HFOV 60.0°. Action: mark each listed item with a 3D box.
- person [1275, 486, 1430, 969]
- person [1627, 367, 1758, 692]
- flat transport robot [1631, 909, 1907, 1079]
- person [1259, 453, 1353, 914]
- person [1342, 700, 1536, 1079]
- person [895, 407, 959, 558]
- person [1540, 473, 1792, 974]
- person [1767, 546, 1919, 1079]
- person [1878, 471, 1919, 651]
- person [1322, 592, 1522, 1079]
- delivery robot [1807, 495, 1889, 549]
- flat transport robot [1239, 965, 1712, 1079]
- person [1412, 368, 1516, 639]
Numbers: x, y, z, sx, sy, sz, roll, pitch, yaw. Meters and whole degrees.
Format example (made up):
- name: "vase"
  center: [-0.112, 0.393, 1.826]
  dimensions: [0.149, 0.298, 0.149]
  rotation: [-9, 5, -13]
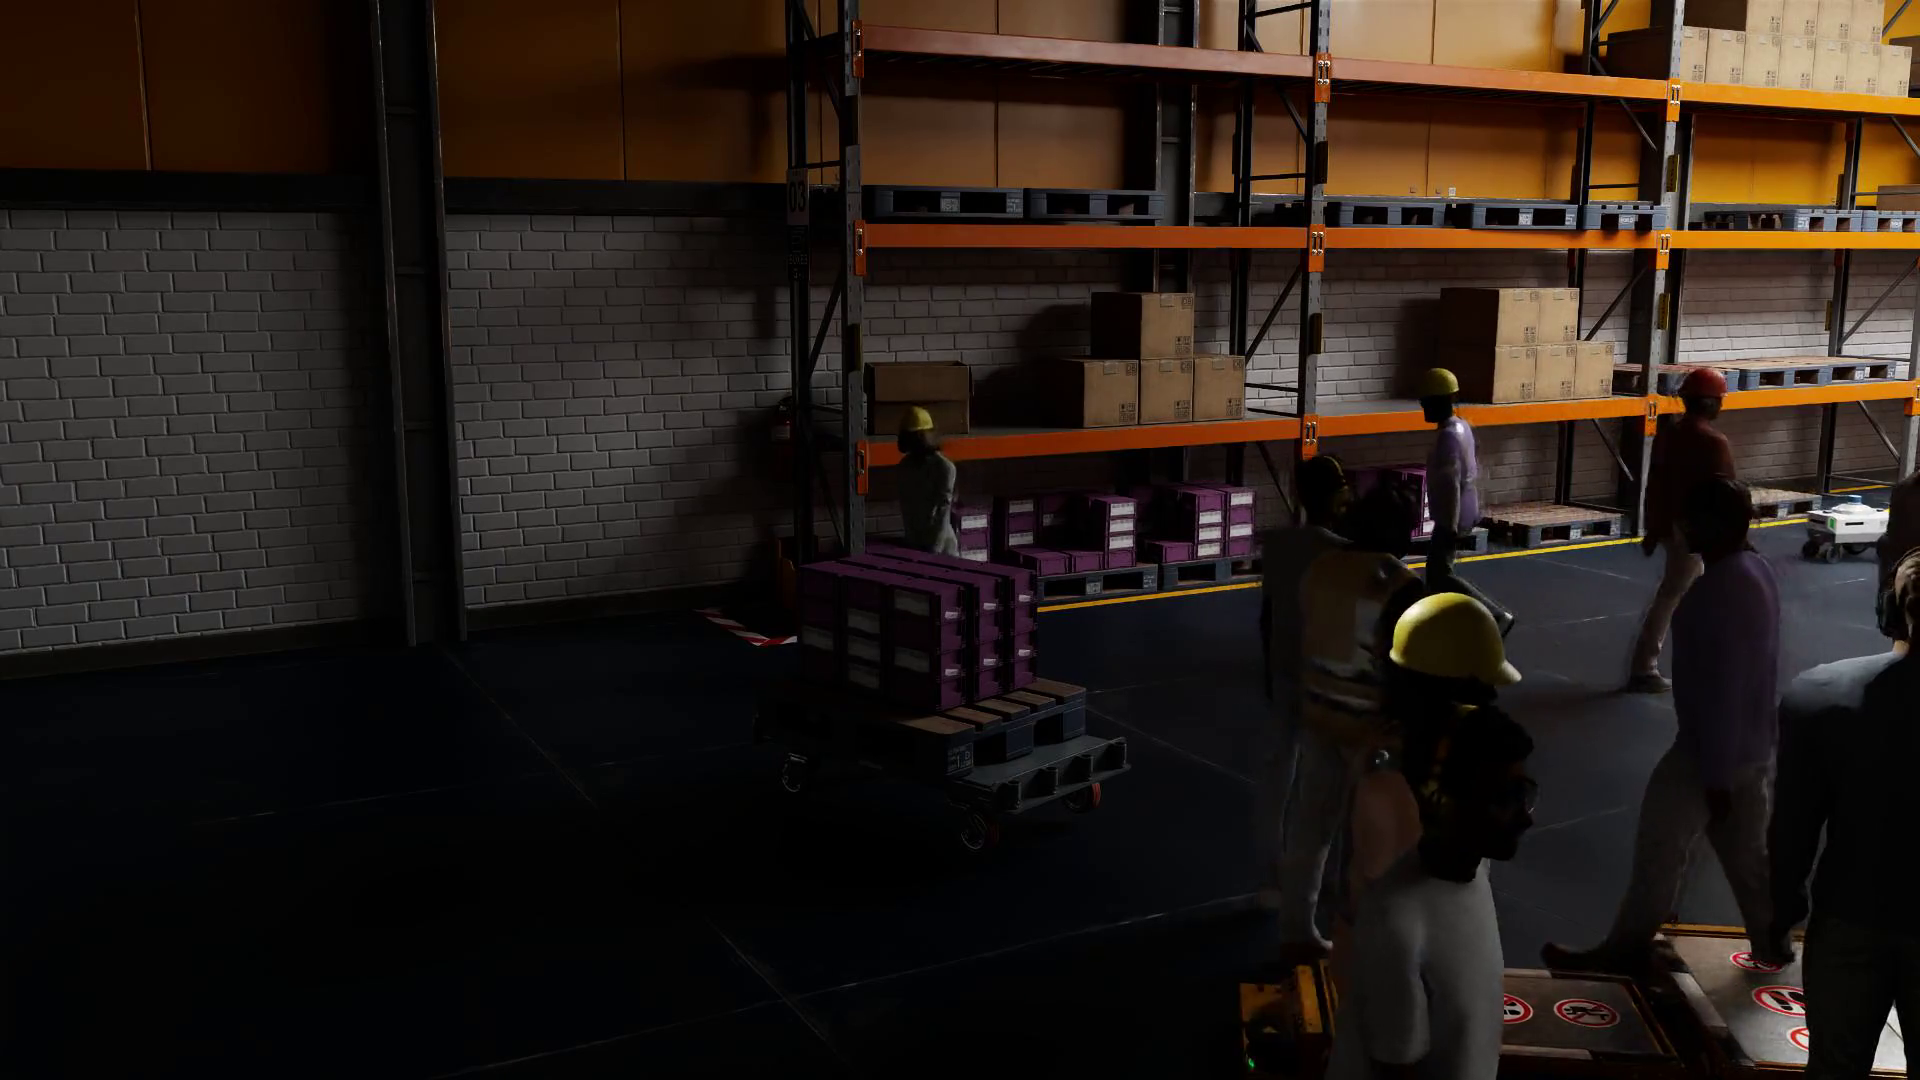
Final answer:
- name: "person"
  center: [1.578, 0.694, 6.200]
  dimensions: [0.966, 1.778, 0.679]
  rotation: [-5, 11, -29]
- name: "person"
  center: [4.484, -0.051, 10.002]
  dimensions: [0.998, 1.946, 0.634]
  rotation: [-1, 10, -7]
- name: "flat transport robot"
  center: [2.695, 1.572, 5.485]
  dimensions: [0.652, 0.197, 1.431]
  rotation: [1, 10, 8]
- name: "person"
  center: [1.501, 0.560, 6.788]
  dimensions: [0.554, 1.838, 0.859]
  rotation: [10, 14, 44]
- name: "person"
  center: [0.949, 1.202, 3.075]
  dimensions: [0.653, 1.847, 0.550]
  rotation: [7, 12, 36]
- name: "person"
  center: [-0.247, 0.042, 10.191]
  dimensions: [0.502, 1.698, 0.900]
  rotation: [7, 12, 36]
- name: "person"
  center: [2.528, 0.715, 5.757]
  dimensions: [0.854, 1.903, 0.645]
  rotation: [8, 13, 38]
- name: "person"
  center: [2.363, 0.967, 4.169]
  dimensions: [0.635, 1.937, 0.361]
  rotation: [6, 11, 31]
- name: "person"
  center: [4.812, 0.315, 8.076]
  dimensions: [0.660, 1.880, 0.621]
  rotation: [9, 13, 42]
- name: "person"
  center: [1.030, 1.036, 3.964]
  dimensions: [1.002, 1.884, 0.597]
  rotation: [6, 12, 32]
- name: "delivery robot"
  center: [7.653, -0.141, 14.261]
  dimensions: [0.707, 0.478, 0.477]
  rotation: [-2, 10, -12]
- name: "flat transport robot"
  center: [1.635, 1.593, 5.361]
  dimensions: [1.431, 0.197, 0.652]
  rotation: [1, 10, 8]
- name: "person"
  center: [3.251, -0.169, 10.821]
  dimensions: [0.653, 1.903, 0.602]
  rotation: [3, 10, 19]
